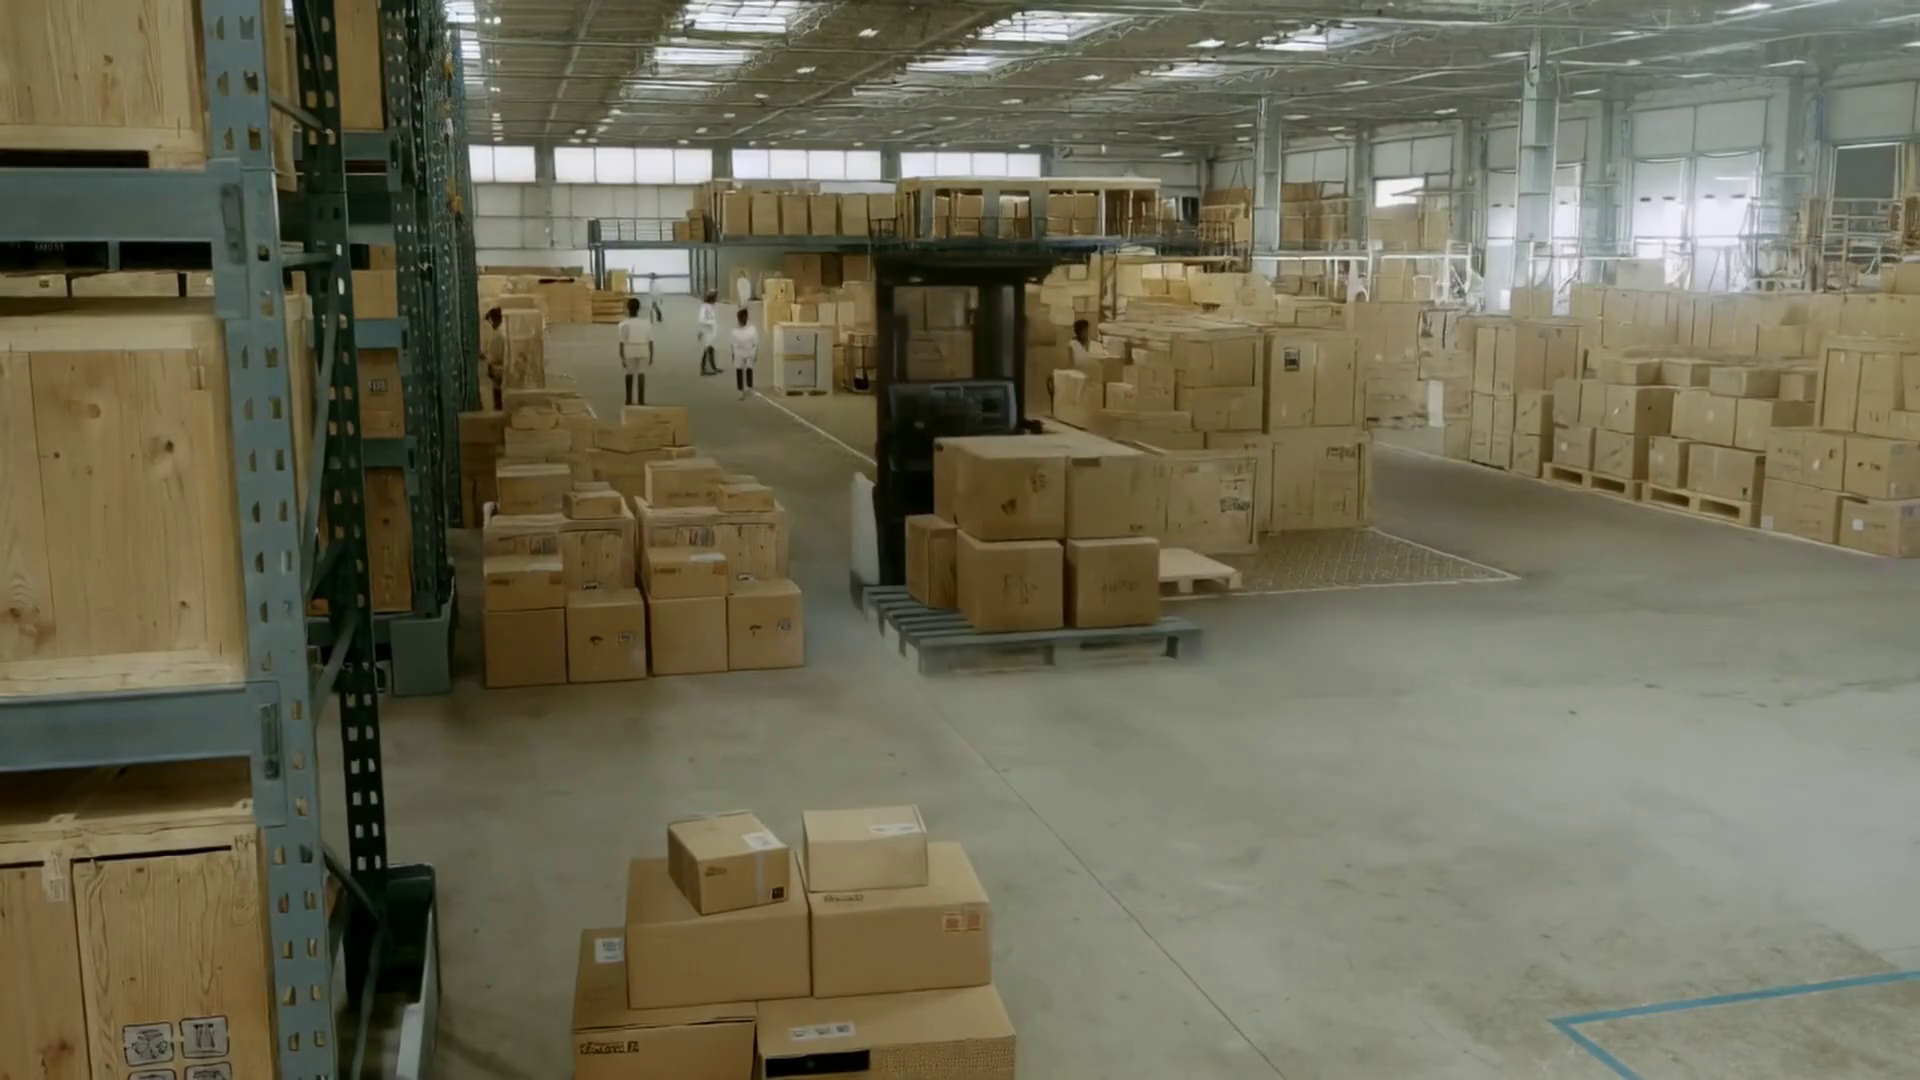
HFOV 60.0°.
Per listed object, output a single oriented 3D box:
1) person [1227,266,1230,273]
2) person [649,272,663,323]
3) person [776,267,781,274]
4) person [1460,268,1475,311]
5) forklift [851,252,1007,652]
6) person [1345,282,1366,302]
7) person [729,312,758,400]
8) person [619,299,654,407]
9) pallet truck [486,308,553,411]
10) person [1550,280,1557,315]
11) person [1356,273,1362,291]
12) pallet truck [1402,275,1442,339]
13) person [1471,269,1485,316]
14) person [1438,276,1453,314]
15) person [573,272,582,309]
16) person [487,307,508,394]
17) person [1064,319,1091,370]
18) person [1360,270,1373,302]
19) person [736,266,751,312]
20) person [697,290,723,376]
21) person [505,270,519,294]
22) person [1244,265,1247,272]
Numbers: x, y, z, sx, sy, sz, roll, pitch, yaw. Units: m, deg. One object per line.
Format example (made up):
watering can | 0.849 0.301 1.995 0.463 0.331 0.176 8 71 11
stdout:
person | 12.673 -12.026 78.916 0.609 1.943 0.402 3 10 17
person | -11.439 -9.117 62.585 0.552 1.898 0.983 4 11 22
person | -8.135 -11.256 74.607 0.586 1.928 0.369 4 11 21
person | 22.547 -11.088 73.709 0.597 1.905 0.791 -3 11 -19
forklift | -0.146 -0.750 12.418 1.129 2.768 1.873 -3 10 -15
person | 11.530 -6.589 48.444 0.623 1.838 0.430 -1 10 -7
person | -4.068 -3.476 31.344 0.545 1.653 0.889 -1 10 -4
person | -5.721 -3.272 29.387 0.612 1.931 0.878 -3 10 -15
pallet truck | -6.242 -2.418 24.362 0.823 1.965 1.885 1 10 3
person | 17.459 -6.738 49.171 0.578 1.879 0.350 -7 12 -36
person | 16.605 -10.313 69.731 0.326 1.765 0.530 -8 13 -39
pallet truck | 14.620 -7.324 52.145 0.823 1.965 1.885 8 13 40
person | 21.416 -10.229 68.801 0.542 1.925 0.465 0 10 -1
person | 20.631 -10.383 70.393 0.786 1.671 0.536 -3 10 -16
person | -16.582 -10.754 72.244 0.327 1.761 0.522 6 12 32
person | -7.155 -2.643 25.812 0.372 1.938 0.630 -6 12 -32
person | 1.714 -2.122 23.063 1.007 1.868 0.600 8 13 40
person | 17.922 -11.050 73.775 0.793 1.815 0.643 -9 13 -41
person | -9.549 -11.104 73.424 0.685 2.000 0.884 0 10 -2
person | -5.530 -4.627 37.136 0.806 1.899 0.583 -9 13 -40
person | -19.261 -10.671 71.527 0.586 1.856 0.879 -2 10 -12
person | 13.482 -12.031 78.803 0.395 1.992 0.622 0 10 1
